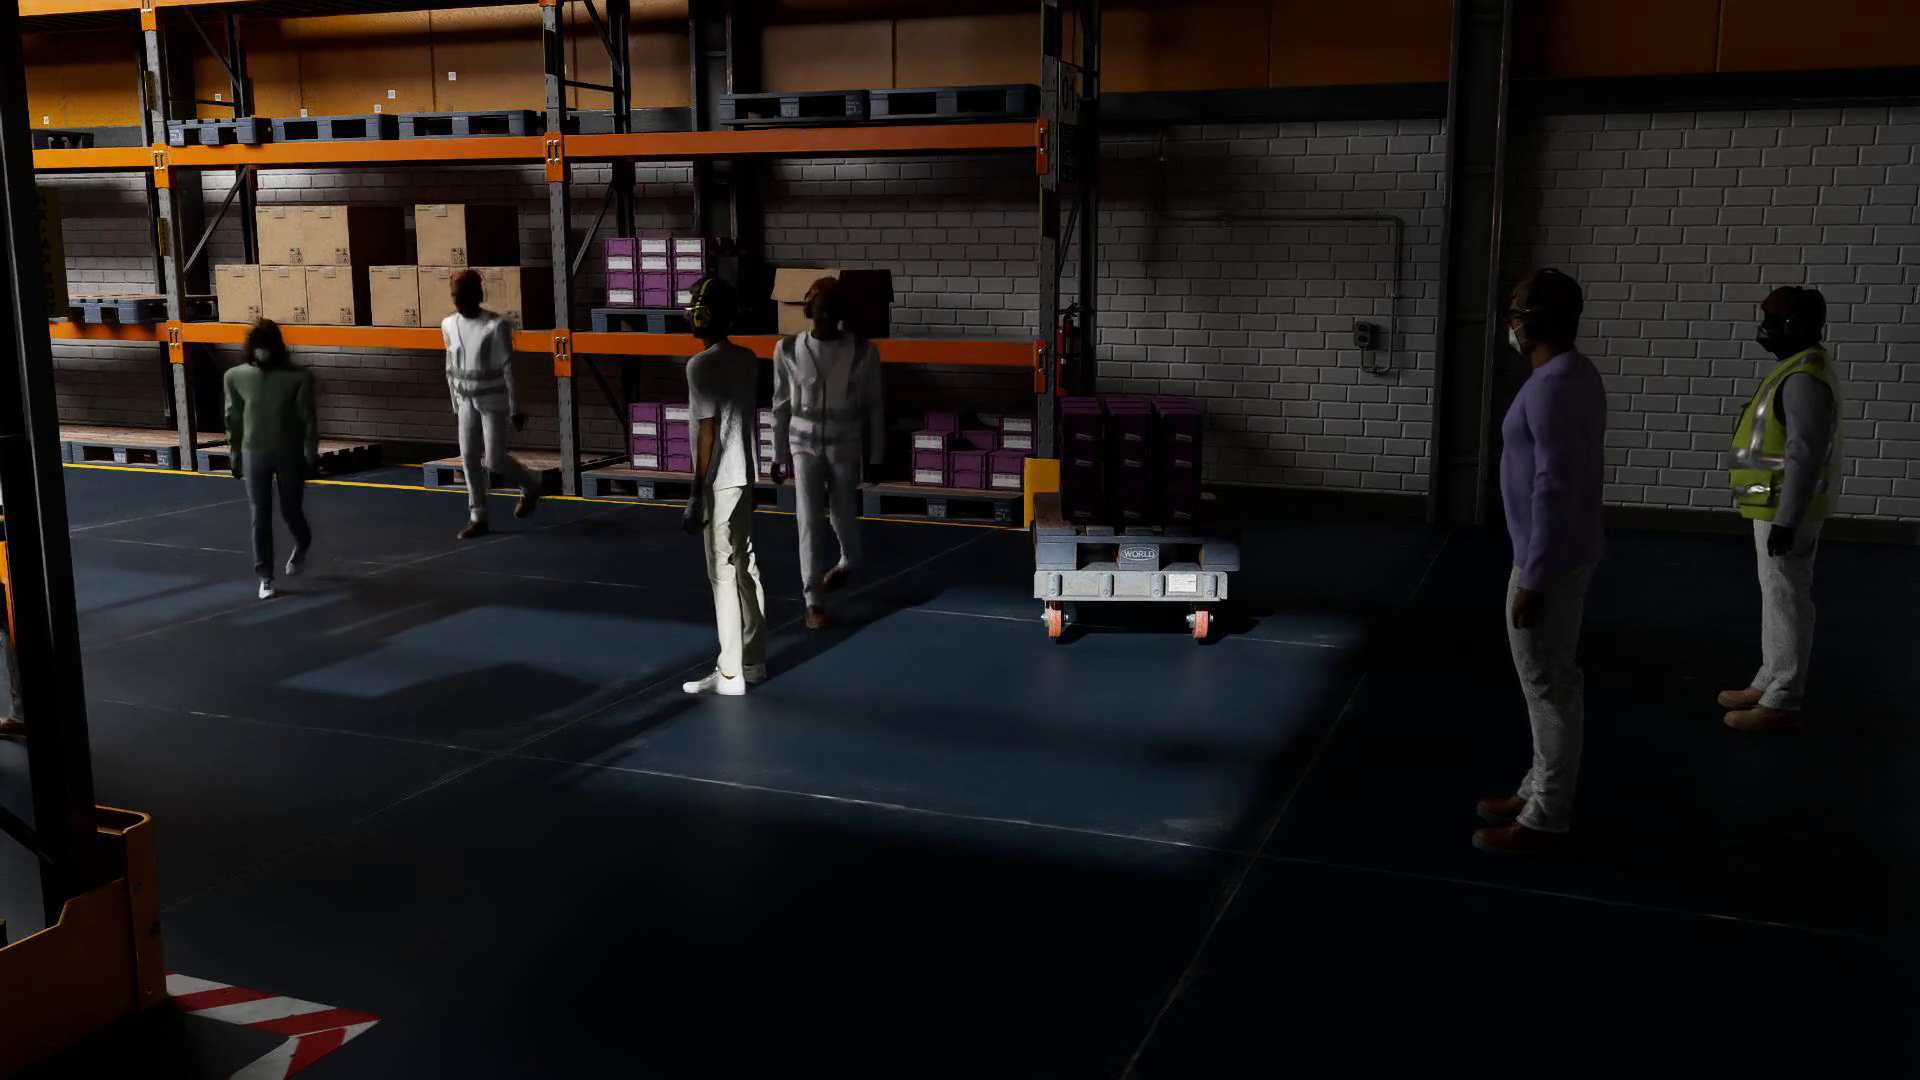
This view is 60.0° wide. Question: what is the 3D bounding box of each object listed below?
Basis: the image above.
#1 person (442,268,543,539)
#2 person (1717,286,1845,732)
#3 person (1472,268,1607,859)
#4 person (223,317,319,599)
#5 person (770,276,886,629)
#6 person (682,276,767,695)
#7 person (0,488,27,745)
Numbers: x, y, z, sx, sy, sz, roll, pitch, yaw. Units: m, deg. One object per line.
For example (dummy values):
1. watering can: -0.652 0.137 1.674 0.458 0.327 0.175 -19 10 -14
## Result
1. person: -3.229 -0.952 11.516 0.584 1.857 0.668 5 11 24
2. person: 3.410 -0.125 6.912 0.430 1.845 0.624 4 11 23
3. person: 1.923 0.085 5.480 0.377 1.937 0.629 4 11 23
4. person: -3.951 -0.493 9.610 0.514 1.605 0.563 -3 10 -14
5. person: -0.704 -0.493 8.944 0.626 1.854 0.740 0 10 -1
6. person: -1.073 -0.234 7.435 0.334 1.873 0.517 4 11 23
7. person: -3.892 -0.094 6.474 0.377 1.937 0.629 4 11 23
